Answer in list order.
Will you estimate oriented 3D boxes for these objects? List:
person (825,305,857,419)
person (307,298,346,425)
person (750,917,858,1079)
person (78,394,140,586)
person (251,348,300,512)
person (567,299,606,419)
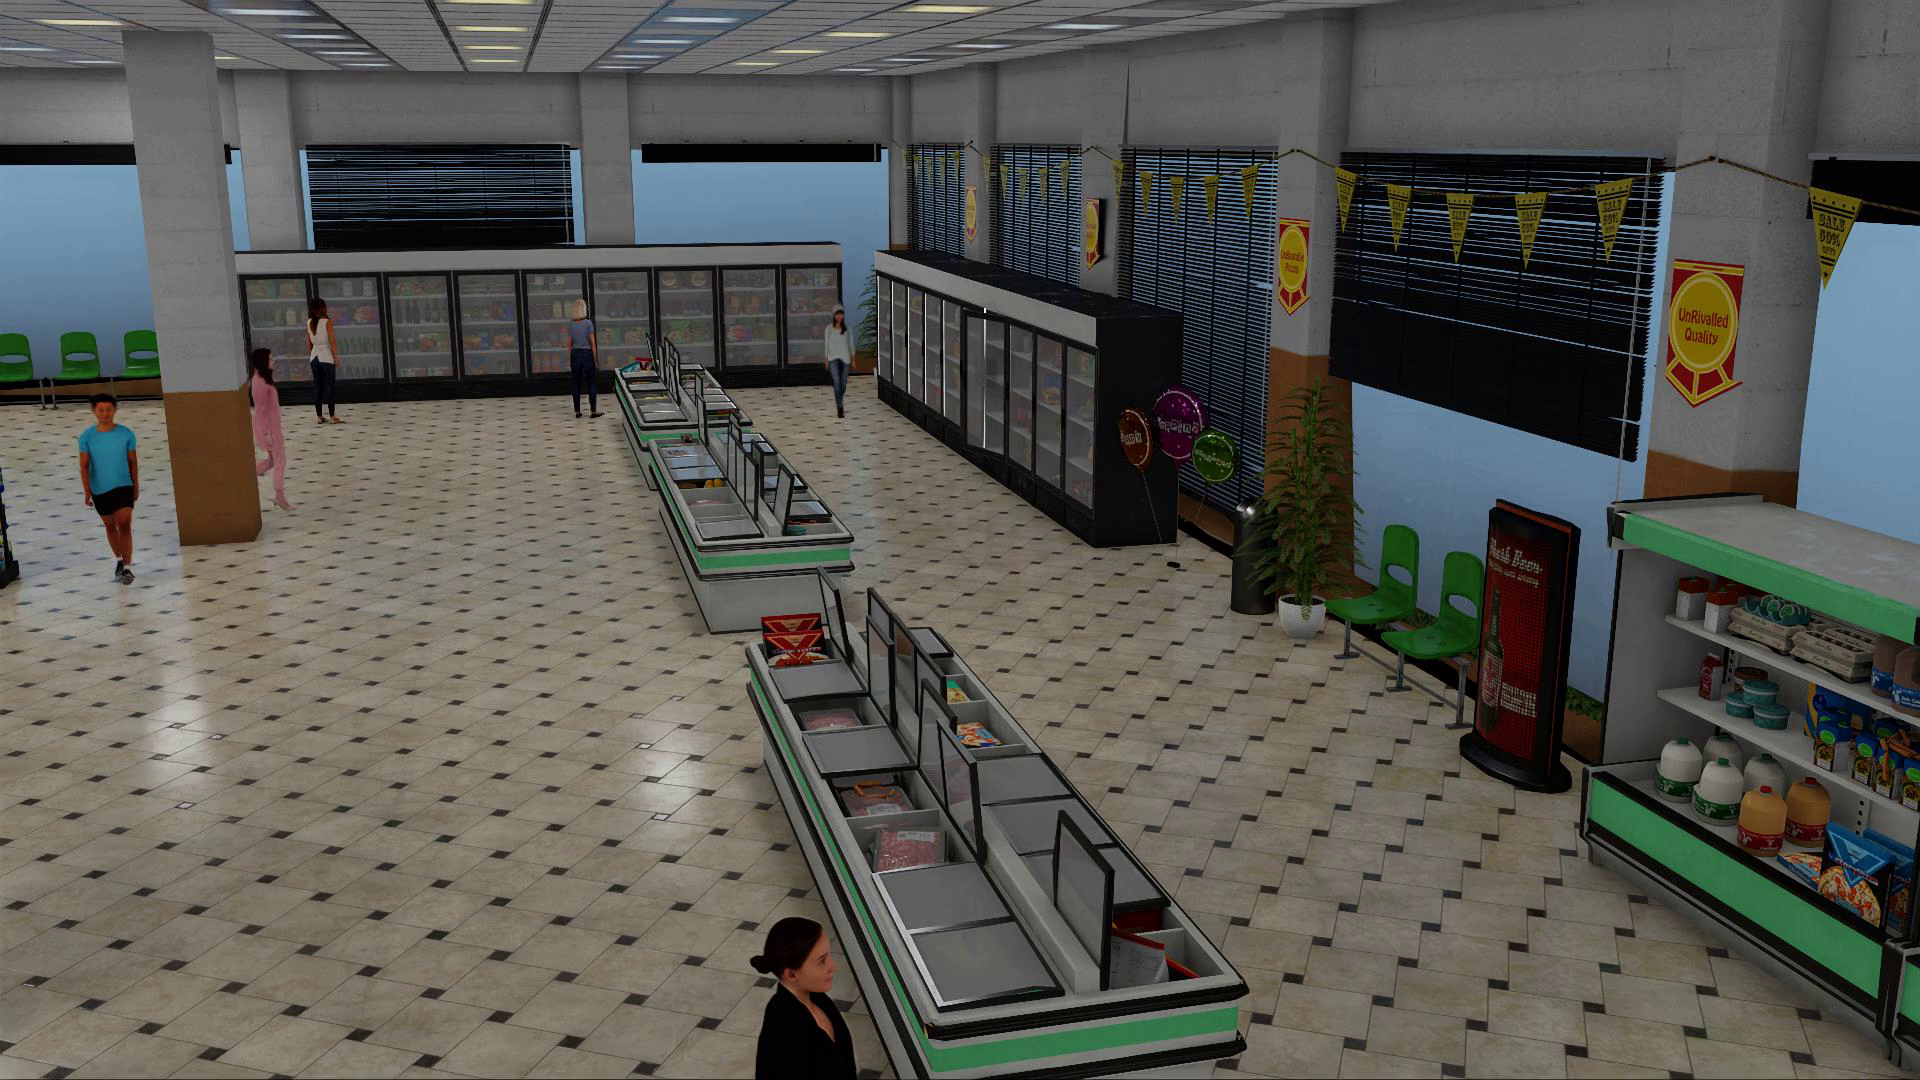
[{"bbox_3d":[-1.772,-2.618,24.366,0.636,1.611,1.113,-3,14,-12],"label":"person"},{"bbox_3d":[-9.101,-2.552,23.726,0.683,1.784,0.689,4,14,14],"label":"person"},{"bbox_3d":[-0.514,1.975,5.200,0.758,1.719,0.606,0,14,1],"label":"person"},{"bbox_3d":[-7.755,-0.454,15.201,0.728,1.724,1.175,-6,15,-22],"label":"person"},{"bbox_3d":[-7.584,-1.168,18.022,0.742,1.783,0.873,-5,15,-20],"label":"person"},{"bbox_3d":[-5.501,-2.638,24.215,0.687,1.720,0.687,2,14,7],"label":"person"}]
